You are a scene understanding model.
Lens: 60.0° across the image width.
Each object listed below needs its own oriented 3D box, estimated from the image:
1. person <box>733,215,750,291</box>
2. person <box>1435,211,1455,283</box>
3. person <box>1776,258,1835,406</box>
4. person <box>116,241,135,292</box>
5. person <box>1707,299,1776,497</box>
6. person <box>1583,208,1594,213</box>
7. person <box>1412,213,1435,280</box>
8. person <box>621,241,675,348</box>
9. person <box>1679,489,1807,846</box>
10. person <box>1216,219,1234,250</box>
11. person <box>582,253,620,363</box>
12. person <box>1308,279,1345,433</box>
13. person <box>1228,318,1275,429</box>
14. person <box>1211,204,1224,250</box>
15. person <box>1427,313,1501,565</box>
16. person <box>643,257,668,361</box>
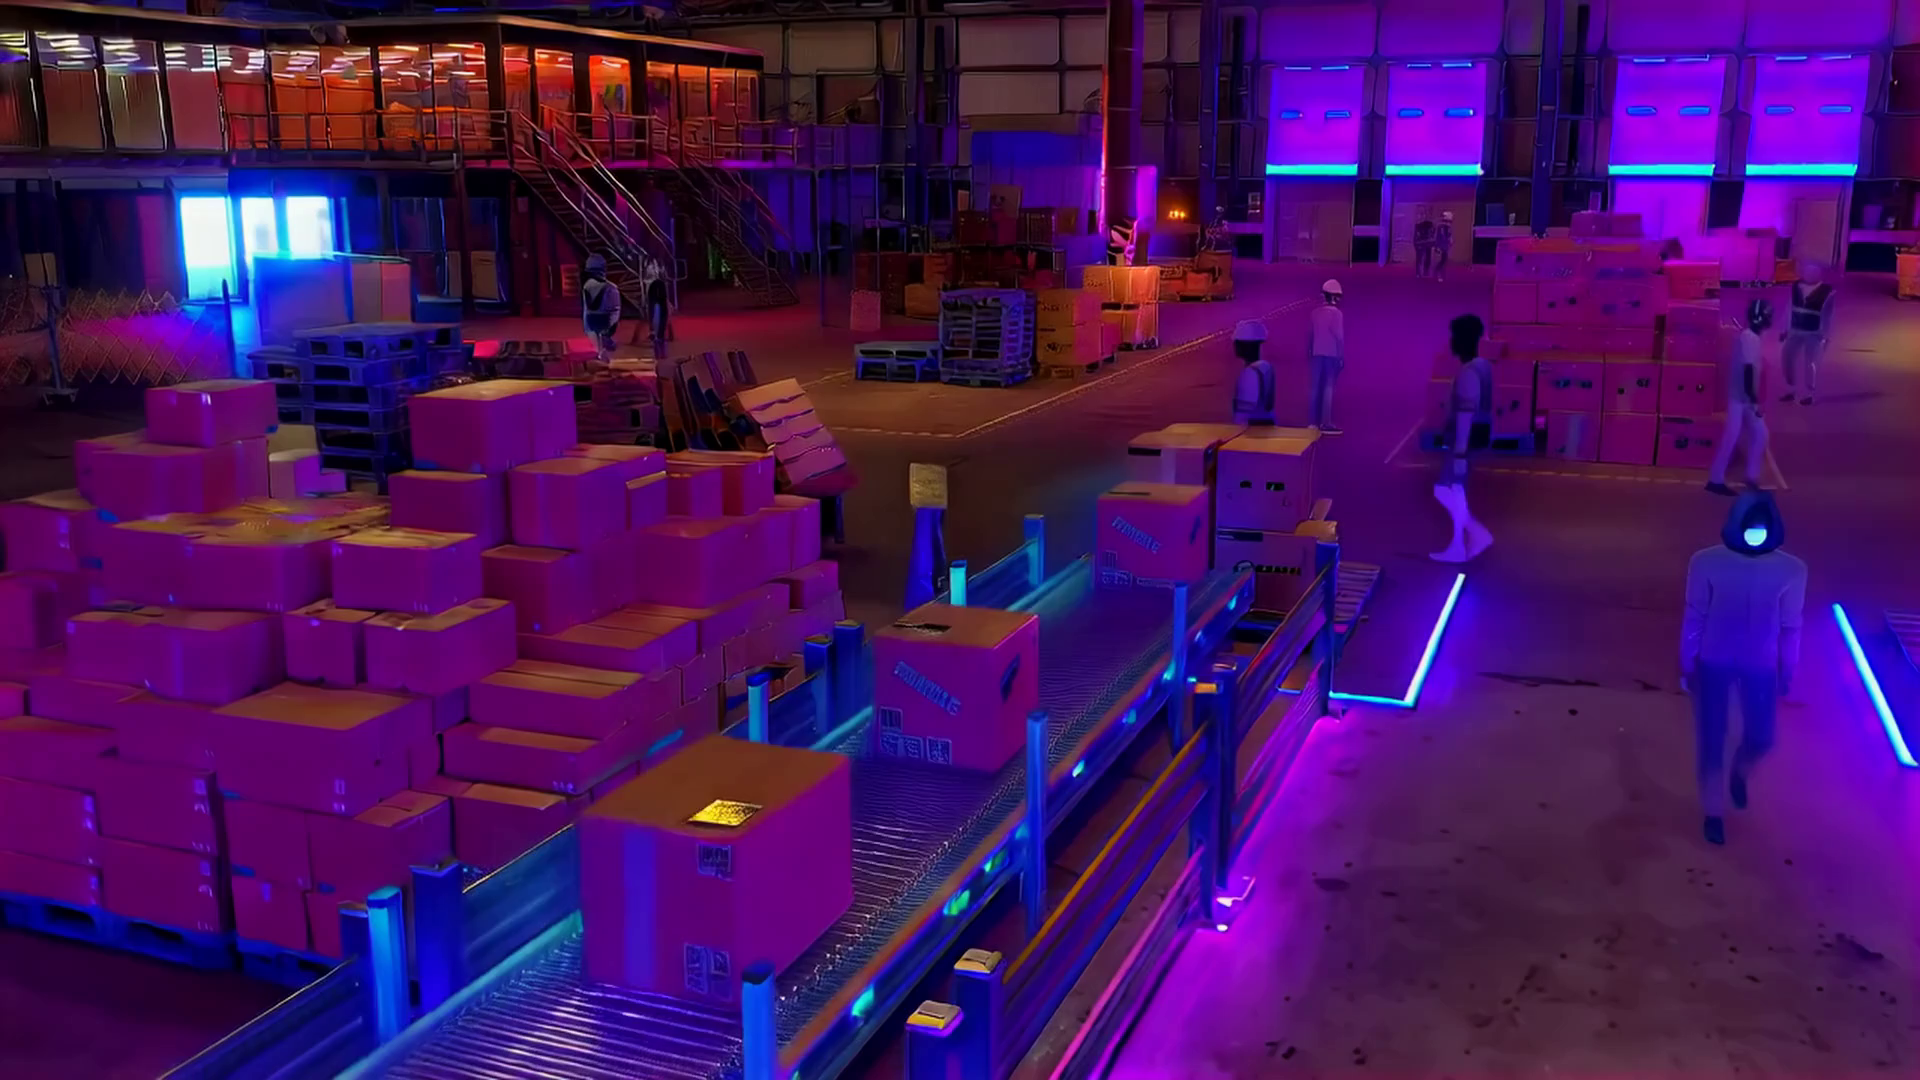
[{"bbox_3d":[-5.512,-7.189,41.688,0.575,1.885,0.355,11,16,40],"label":"person"},{"bbox_3d":[13.027,-7.859,44.662,0.522,1.903,0.584,10,16,39],"label":"person"},{"bbox_3d":[10.883,-2.671,21.389,0.420,1.898,0.625,-8,15,-32],"label":"person"},{"bbox_3d":[-17.709,-5.622,35.202,0.497,1.633,0.278,-2,13,-10],"label":"person"},{"bbox_3d":[7.305,-1.290,15.328,0.694,1.845,0.540,9,15,35],"label":"person"},{"bbox_3d":[17.570,-8.307,46.555,0.951,1.943,0.625,3,13,11],"label":"person"},{"bbox_3d":[12.688,-8.058,45.681,0.624,1.845,0.430,-3,13,-15],"label":"person"},{"bbox_3d":[-5.316,-4.160,28.285,0.932,1.797,0.537,-2,13,-9],"label":"person"},{"bbox_3d":[3.521,0.553,7.548,0.498,1.625,0.444,4,13,18],"label":"person"},{"bbox_3d":[7.192,-7.874,45.197,0.484,1.678,0.920,0,13,-1],"label":"person"},{"bbox_3d":[-4.721,-2.776,21.772,0.552,1.934,0.373,5,14,23],"label":"person"},{"bbox_3d":[4.247,-2.116,19.198,0.315,1.770,0.523,-7,14,-29],"label":"person"},{"bbox_3d":[2.268,-0.766,12.876,0.983,1.892,0.560,5,14,22],"label":"person"},{"bbox_3d":[7.999,-9.434,51.634,0.402,1.937,0.604,-5,13,-20],"label":"person"},{"bbox_3d":[3.829,-0.739,12.611,0.459,1.942,0.632,5,14,22],"label":"person"},{"bbox_3d":[-4.074,-2.843,22.233,0.328,1.868,0.509,0,13,-2],"label":"person"}]
